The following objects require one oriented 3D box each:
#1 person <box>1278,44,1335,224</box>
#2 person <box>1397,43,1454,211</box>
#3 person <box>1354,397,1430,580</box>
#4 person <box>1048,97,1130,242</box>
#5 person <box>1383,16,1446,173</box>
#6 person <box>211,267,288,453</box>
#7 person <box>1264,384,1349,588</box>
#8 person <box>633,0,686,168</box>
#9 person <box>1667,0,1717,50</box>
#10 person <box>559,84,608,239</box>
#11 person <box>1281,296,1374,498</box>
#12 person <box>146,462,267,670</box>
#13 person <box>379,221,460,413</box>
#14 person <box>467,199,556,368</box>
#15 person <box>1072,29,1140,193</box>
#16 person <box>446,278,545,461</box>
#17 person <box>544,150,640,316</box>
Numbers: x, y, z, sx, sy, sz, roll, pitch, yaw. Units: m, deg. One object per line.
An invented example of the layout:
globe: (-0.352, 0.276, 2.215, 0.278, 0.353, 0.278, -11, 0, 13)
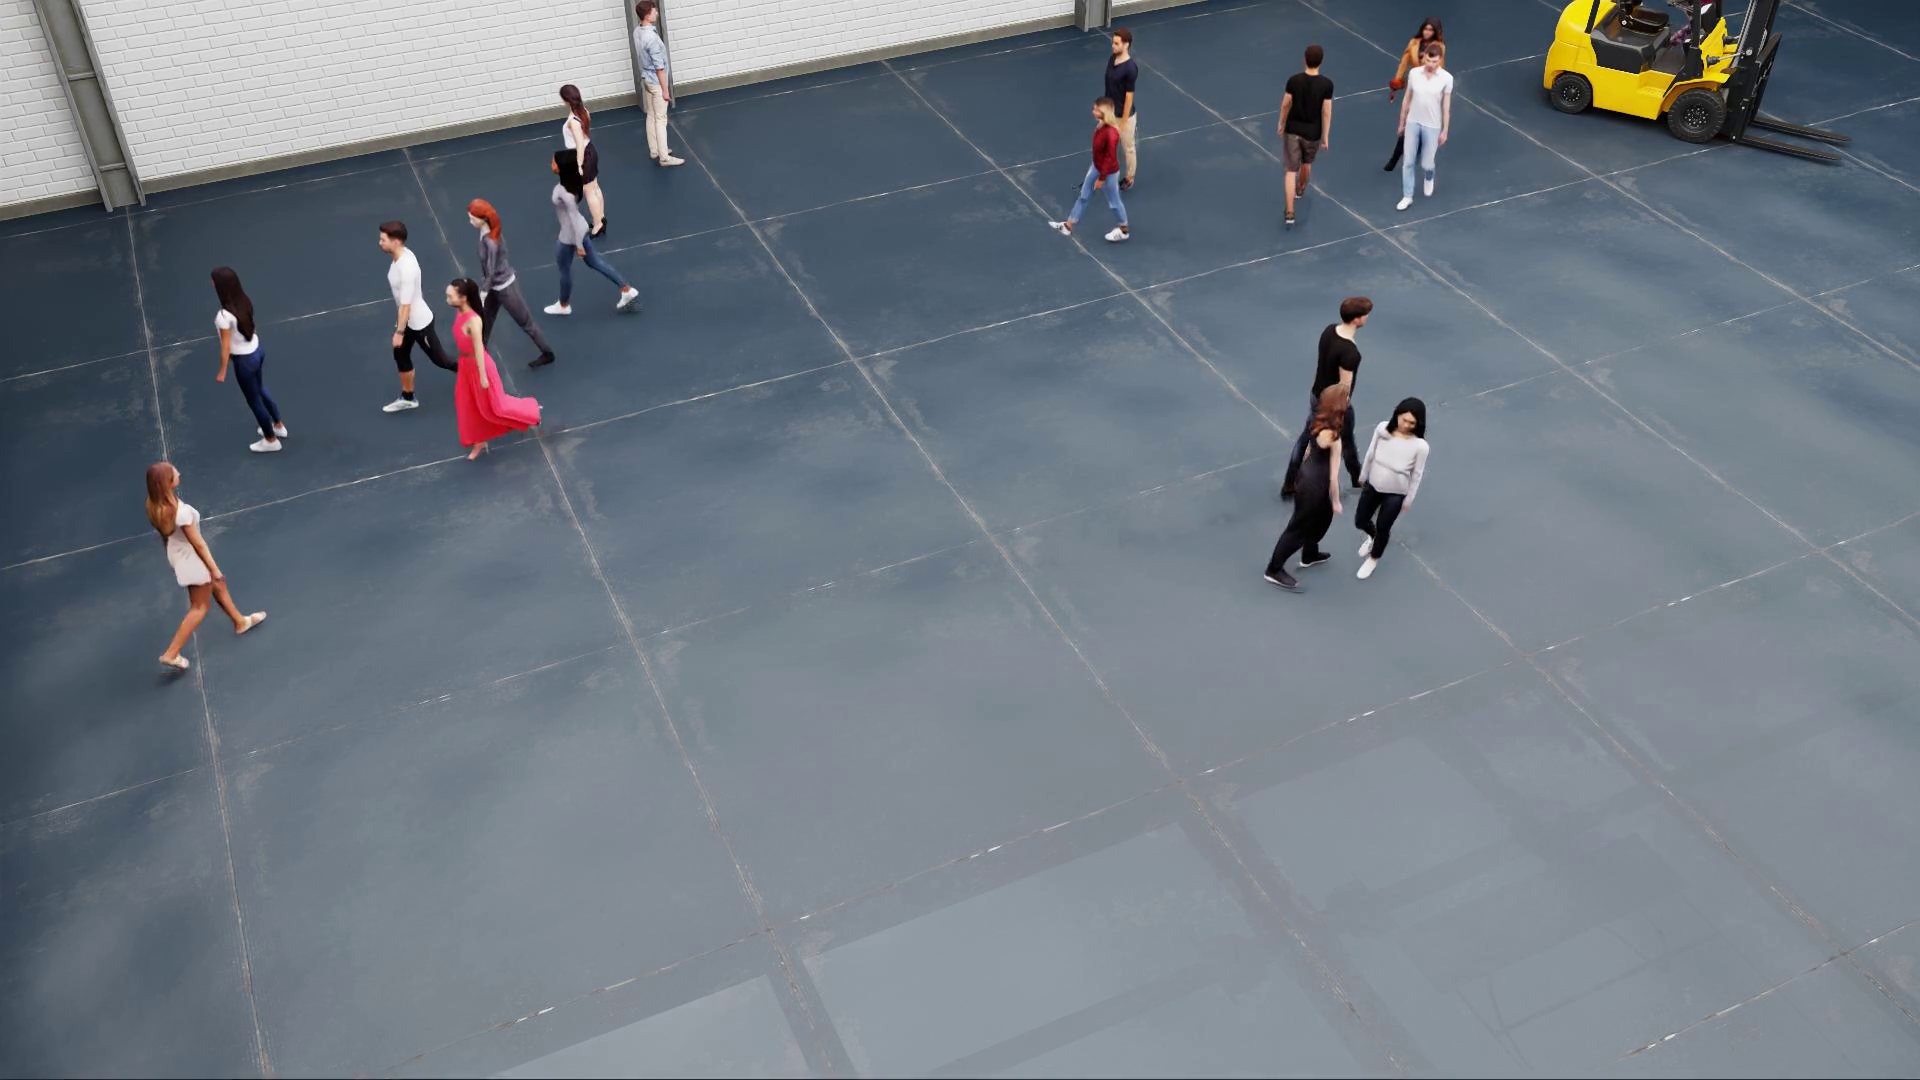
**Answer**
person: (3.555, -4.191, 17.344, 1.254, 1.810, 1.190, 6, 39, 8)
person: (4.925, -4.400, 17.585, 0.892, 1.835, 0.962, 21, 43, 24)
person: (3.332, -0.431, 12.739, 0.774, 1.681, 0.805, 30, 48, 32)
person: (1.558, -3.749, 16.969, 1.120, 1.587, 0.774, -6, 39, -8)
person: (5.113, -4.967, 18.436, 1.015, 1.660, 1.329, 31, 48, 33)
person: (-5.947, -1.499, 14.005, 0.716, 1.770, 0.701, 2, 39, 2)
person: (2.634, -0.390, 12.661, 0.891, 1.715, 0.717, -3, 39, -4)
person: (-3.383, -5.066, 18.410, 0.576, 1.848, 0.672, -21, 43, -24)
person: (9.125, -6.628, 20.519, 1.045, 1.655, 0.828, -24, 44, -27)
person: (-3.867, -3.898, 17.106, 0.638, 1.649, 0.635, 0, 39, 0)
person: (2.918, -1.111, 13.451, 1.166, 1.855, 0.773, -12, 40, -15)
person: (-5.601, 0.196, 11.965, 0.927, 1.667, 1.167, 25, 45, 28)
person: (-4.645, -1.934, 14.507, 1.198, 1.822, 0.668, -18, 42, -21)
person: (-4.046, -2.262, 14.998, 1.092, 1.723, 0.571, -16, 41, -19)
person: (1.782, -4.586, 17.819, 0.998, 1.834, 0.755, -22, 44, -25)
person: (-3.984, -1.444, 13.989, 1.004, 1.705, 0.692, -22, 44, -25)
person: (-3.553, -2.894, 15.809, 1.242, 1.699, 0.943, -1, 39, -1)
